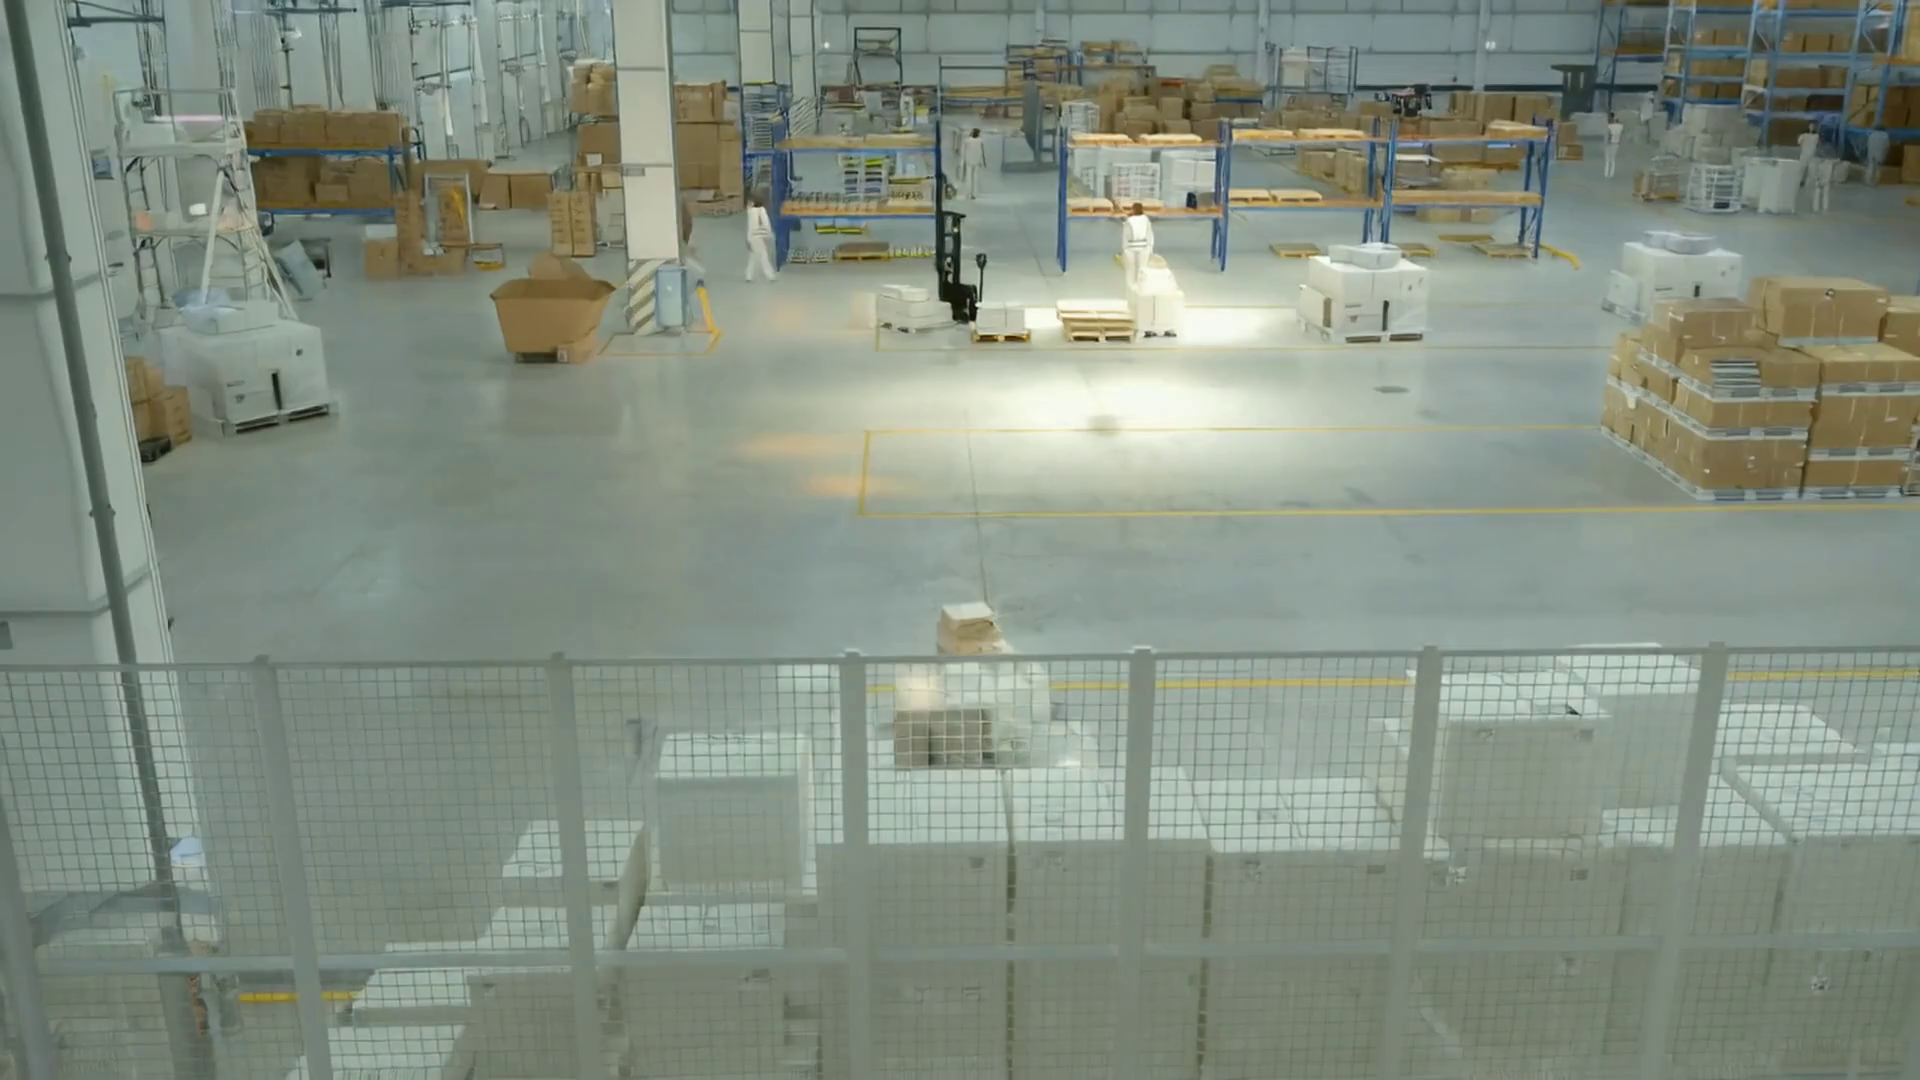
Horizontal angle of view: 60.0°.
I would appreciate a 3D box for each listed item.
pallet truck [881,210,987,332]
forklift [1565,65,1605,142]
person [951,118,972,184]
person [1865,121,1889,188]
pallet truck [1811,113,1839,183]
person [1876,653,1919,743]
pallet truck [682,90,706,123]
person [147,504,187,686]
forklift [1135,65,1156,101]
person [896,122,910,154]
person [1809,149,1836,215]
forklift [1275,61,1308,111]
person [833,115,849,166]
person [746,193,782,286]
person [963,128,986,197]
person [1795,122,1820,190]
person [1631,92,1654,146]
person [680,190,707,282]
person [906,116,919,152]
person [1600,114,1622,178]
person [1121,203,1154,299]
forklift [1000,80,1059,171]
[{"bbox_3d":[-0.493,-4.759,29.349,1.885,1.965,0.823,-13,23,-34],"label":"pallet truck"},{"bbox_3d":[23.458,-16.564,63.011,1.129,2.768,1.873,-9,21,-25],"label":"forklift"},{"bbox_3d":[0.052,-11.730,50.140,0.650,1.927,0.505,-3,19,-8],"label":"person"},{"bbox_3d":[27.018,-11.355,49.017,0.376,1.940,0.634,-11,22,-30],"label":"person"},{"bbox_3d":[26.403,-11.957,50.702,0.823,1.965,1.885,6,19,16],"label":"pallet truck"},{"bbox_3d":[6.190,1.556,10.809,0.520,1.874,0.327,3,19,8],"label":"person"},{"bbox_3d":[-9.671,-15.907,62.421,0.823,1.965,1.885,5,19,15],"label":"pallet truck"},{"bbox_3d":[-7.035,0.475,14.302,0.465,1.680,0.553,-4,19,-13],"label":"person"},{"bbox_3d":[6.946,-16.489,62.786,1.873,2.768,1.129,15,24,37],"label":"forklift"},{"bbox_3d":[-1.644,-11.597,49.892,0.548,1.826,0.591,-16,25,-40],"label":"person"},{"bbox_3d":[22.510,-9.333,43.390,0.538,1.690,0.322,0,19,-1],"label":"person"},{"bbox_3d":[13.221,-17.590,66.052,1.129,2.768,1.873,-1,19,-1],"label":"forklift"},{"bbox_3d":[-3.918,-13.149,54.790,0.514,1.641,0.307,2,19,6],"label":"person"},{"bbox_3d":[-3.950,-6.022,33.342,0.930,1.834,0.582,4,19,13],"label":"person"},{"bbox_3d":[0.399,-10.602,46.812,0.673,1.912,0.514,6,19,16],"label":"person"},{"bbox_3d":[24.754,-11.212,48.565,0.642,1.945,0.523,-1,19,-3],"label":"person"},{"bbox_3d":[25.215,-15.525,61.356,0.636,1.949,0.691,2,19,6],"label":"person"},{"bbox_3d":[-5.460,-5.986,33.020,0.771,1.975,0.609,-15,24,-38],"label":"person"},{"bbox_3d":[-1.552,-12.764,53.507,0.480,1.733,0.333,-7,20,-19],"label":"person"},{"bbox_3d":[20.230,-12.224,51.621,0.591,1.916,0.383,-7,20,-20],"label":"person"},{"bbox_3d":[3.400,-5.556,31.978,0.624,1.835,0.431,-1,19,-4],"label":"person"},{"bbox_3d":[2.239,-13.269,53.236,1.873,2.768,1.129,-1,19,-2],"label":"forklift"}]
